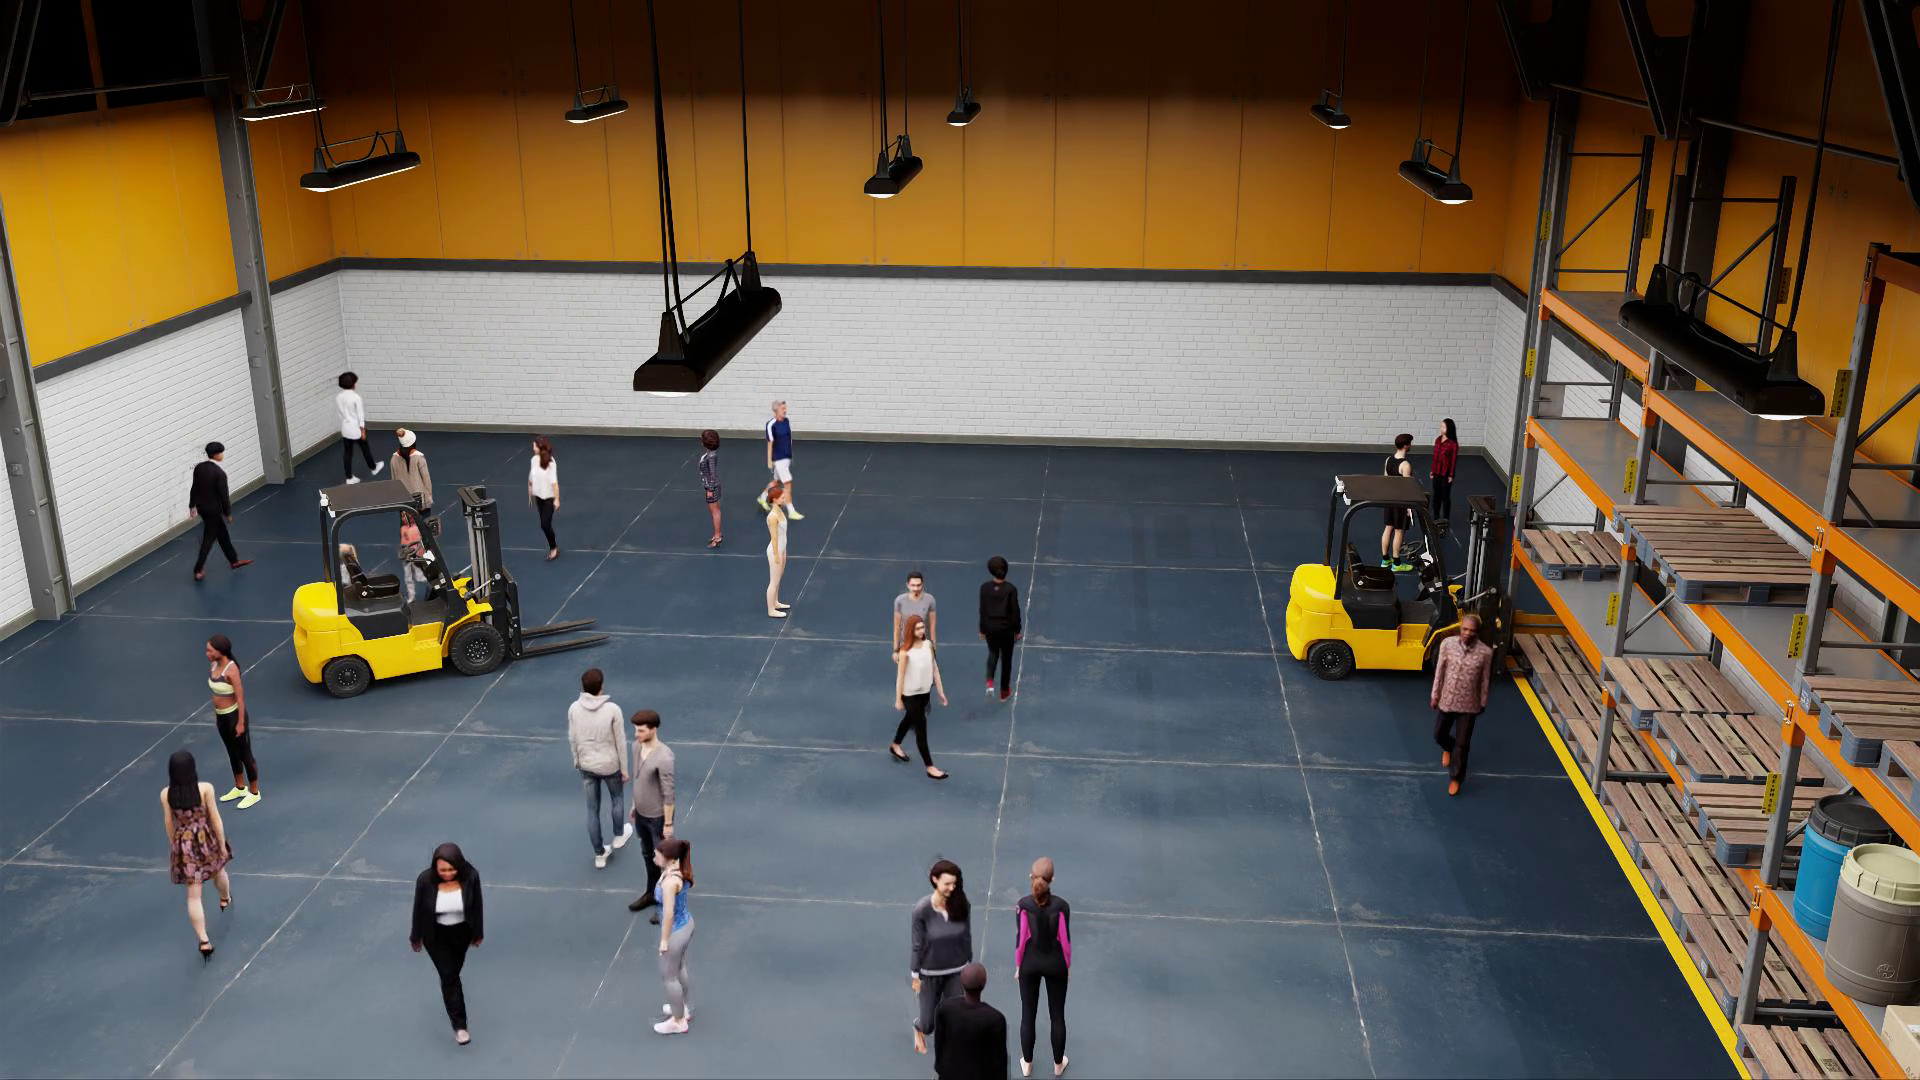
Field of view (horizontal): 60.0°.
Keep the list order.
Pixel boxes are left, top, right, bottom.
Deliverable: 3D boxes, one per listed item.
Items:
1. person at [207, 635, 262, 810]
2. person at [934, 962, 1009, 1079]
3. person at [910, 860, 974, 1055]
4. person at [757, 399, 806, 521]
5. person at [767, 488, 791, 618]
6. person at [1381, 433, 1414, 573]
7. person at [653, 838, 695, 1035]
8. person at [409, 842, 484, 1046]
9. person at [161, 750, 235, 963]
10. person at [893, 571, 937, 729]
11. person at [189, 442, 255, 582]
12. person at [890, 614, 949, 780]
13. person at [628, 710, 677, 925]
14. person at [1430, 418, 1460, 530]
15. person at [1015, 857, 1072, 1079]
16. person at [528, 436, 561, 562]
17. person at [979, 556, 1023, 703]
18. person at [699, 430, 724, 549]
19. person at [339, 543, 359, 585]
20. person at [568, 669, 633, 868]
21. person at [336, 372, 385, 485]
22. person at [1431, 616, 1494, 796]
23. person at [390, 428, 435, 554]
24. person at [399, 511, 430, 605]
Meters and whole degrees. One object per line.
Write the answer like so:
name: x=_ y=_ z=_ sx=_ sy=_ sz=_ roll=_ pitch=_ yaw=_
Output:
person: x=-6.992 y=1.721 z=16.007 sx=0.641 sy=1.753 sz=0.658 roll=13 pitch=23 yaw=34
person: x=0.051 y=3.505 z=10.695 sx=0.695 sy=1.760 sz=0.641 roll=6 pitch=20 yaw=17
person: x=-0.163 y=3.074 z=11.987 sx=0.842 sy=1.753 sz=0.983 roll=-7 pitch=20 yaw=-21
person: x=-2.721 y=-1.207 z=24.617 sx=1.020 sy=1.806 sz=1.188 roll=10 pitch=21 yaw=27
person: x=-2.307 y=0.145 z=20.861 sx=0.591 sy=1.640 sz=0.410 roll=1 pitch=19 yaw=4
person: x=5.907 y=-0.516 z=22.429 sx=0.825 sy=1.892 sz=0.709 roll=-9 pitch=20 yaw=-24
person: x=-2.165 y=2.952 z=12.587 sx=0.649 sy=1.601 sz=0.493 roll=5 pitch=19 yaw=15
person: x=-3.890 y=2.955 z=12.658 sx=1.110 sy=1.551 sz=1.256 roll=-9 pitch=21 yaw=-26
person: x=-6.202 y=2.583 z=13.493 sx=0.912 sy=1.723 sz=1.232 roll=-5 pitch=19 yaw=-15
person: x=-0.493 y=1.121 z=17.805 sx=0.667 sy=1.741 sz=0.769 roll=-1 pitch=19 yaw=-3
person: x=-10.021 y=-0.357 z=22.070 sx=1.082 sy=1.821 sz=1.213 roll=10 pitch=21 yaw=28
person: x=-0.505 y=1.534 z=16.680 sx=1.065 sy=1.676 sz=1.096 roll=17 pitch=25 yaw=40
person: x=-2.577 y=2.298 z=14.059 sx=0.821 sy=1.902 sz=0.777 roll=-17 pitch=25 yaw=-41
person: x=7.037 y=-0.967 z=24.150 sx=0.719 sy=1.650 sz=0.615 roll=-9 pitch=21 yaw=-25
person: x=0.595 y=3.073 z=11.992 sx=0.547 sy=1.752 sz=0.548 roll=1 pitch=19 yaw=4
person: x=-5.586 y=-0.563 z=22.740 sx=0.729 sy=1.783 sz=0.752 roll=12 pitch=22 yaw=31
person: x=0.401 y=1.008 z=18.267 sx=0.713 sy=1.661 sz=0.797 roll=8 pitch=20 yaw=22
person: x=-3.477 y=-0.733 z=23.373 sx=0.693 sy=1.701 sz=0.511 roll=-1 pitch=19 yaw=-2
person: x=-7.277 y=0.637 z=19.994 sx=0.743 sy=1.262 sz=0.697 roll=-12 pitch=22 yaw=-31
person: x=-3.250 y=2.063 z=14.858 sx=0.719 sy=1.837 sz=0.903 roll=0 pitch=19 yaw=1
person: x=-9.617 y=-1.722 z=26.202 sx=0.794 sy=1.770 sz=1.118 roll=5 pitch=19 yaw=15
person: x=4.936 y=1.564 z=16.417 sx=0.921 sy=1.788 sz=1.097 roll=9 pitch=21 yaw=26
person: x=-7.511 y=-0.638 z=22.794 sx=0.691 sy=1.891 sz=0.644 roll=2 pitch=19 yaw=7
person: x=-6.943 y=0.203 z=21.227 sx=0.691 sy=1.298 sz=0.869 roll=11 pitch=21 yaw=29
